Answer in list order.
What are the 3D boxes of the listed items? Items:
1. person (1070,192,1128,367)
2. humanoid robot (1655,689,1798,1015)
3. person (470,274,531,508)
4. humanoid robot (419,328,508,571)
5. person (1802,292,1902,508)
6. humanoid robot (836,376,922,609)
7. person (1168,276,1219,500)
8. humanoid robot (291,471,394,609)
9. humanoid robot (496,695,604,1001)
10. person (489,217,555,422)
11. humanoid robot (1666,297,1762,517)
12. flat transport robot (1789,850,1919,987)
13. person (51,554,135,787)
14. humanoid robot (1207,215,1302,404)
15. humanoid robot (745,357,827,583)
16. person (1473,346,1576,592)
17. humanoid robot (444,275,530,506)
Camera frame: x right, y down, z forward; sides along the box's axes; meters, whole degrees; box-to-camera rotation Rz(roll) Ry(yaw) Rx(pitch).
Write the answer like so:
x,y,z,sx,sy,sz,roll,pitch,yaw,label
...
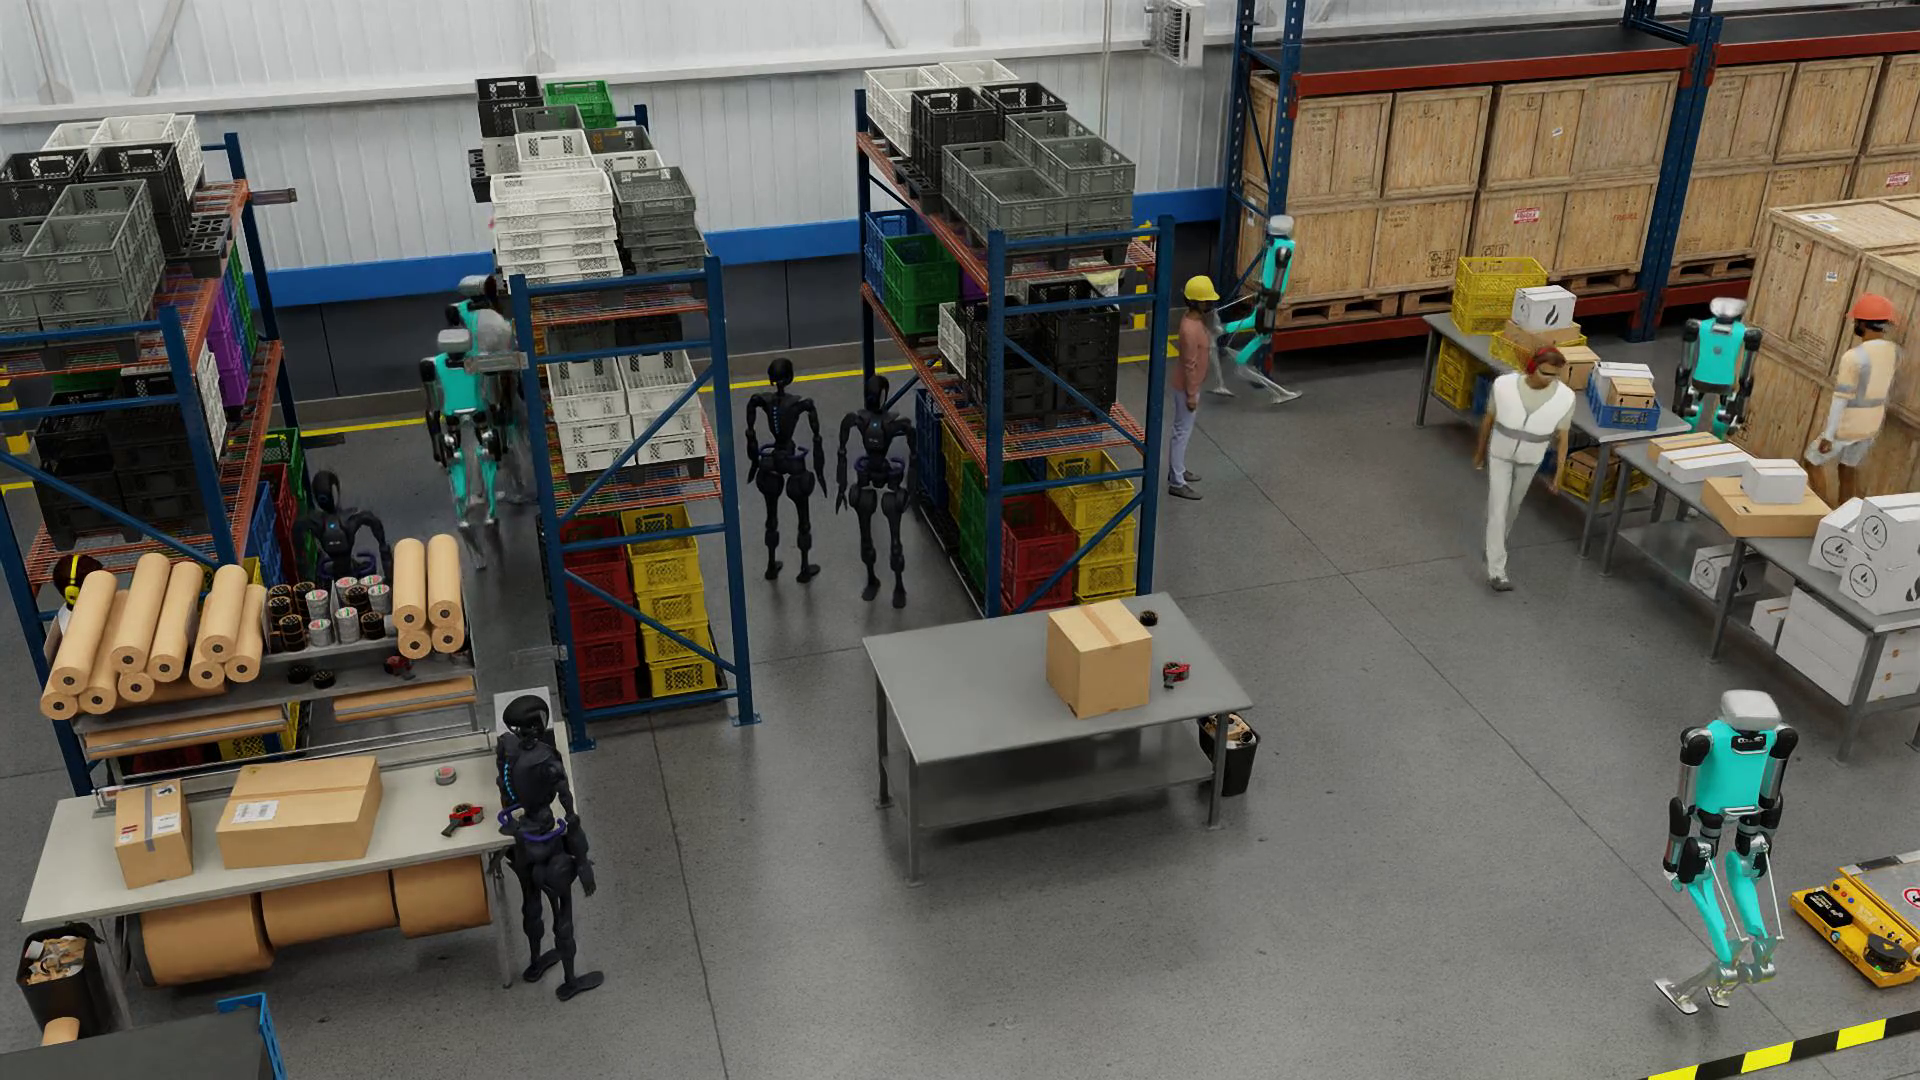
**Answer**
x,y,z,sx,sy,sz,roll,pitch,yaw,label
1.197,-2.334,14.776,0.623,1.844,0.429,-12,31,-21,person
3.596,1.547,7.681,0.533,1.677,0.735,-3,29,-6,humanoid robot
-3.410,-1.160,12.669,0.989,1.812,0.559,-24,37,-36,person
-3.411,-0.515,11.664,0.539,1.879,0.694,-9,30,-16,humanoid robot
6.413,-0.852,11.999,0.590,1.915,0.421,-12,31,-21,person
-0.562,-0.331,11.288,0.610,1.653,0.366,5,29,8,humanoid robot
1.778,-1.183,12.757,0.312,1.769,0.522,4,29,7,person
-3.700,0.302,10.155,0.602,1.646,0.355,-7,30,-13,humanoid robot
-2.020,1.461,8.025,0.599,1.657,0.315,21,35,34,humanoid robot
-3.648,-1.849,13.730,0.759,2.006,0.599,-9,30,-16,person
5.643,-0.989,12.525,0.557,1.882,0.656,16,33,27,humanoid robot
5.163,1.916,8.676,1.431,0.231,0.659,-8,30,-14,flat transport robot
-4.513,0.906,8.859,0.329,1.865,0.510,-11,31,-19,person
2.451,-1.914,14.123,1.034,1.731,0.558,3,29,6,humanoid robot
-1.224,-0.496,11.595,0.602,1.653,0.323,7,30,13,humanoid robot
3.881,-0.526,11.535,0.586,1.784,0.929,6,29,11,person
-3.504,-1.056,12.564,0.560,1.735,0.922,-8,30,-14,humanoid robot
